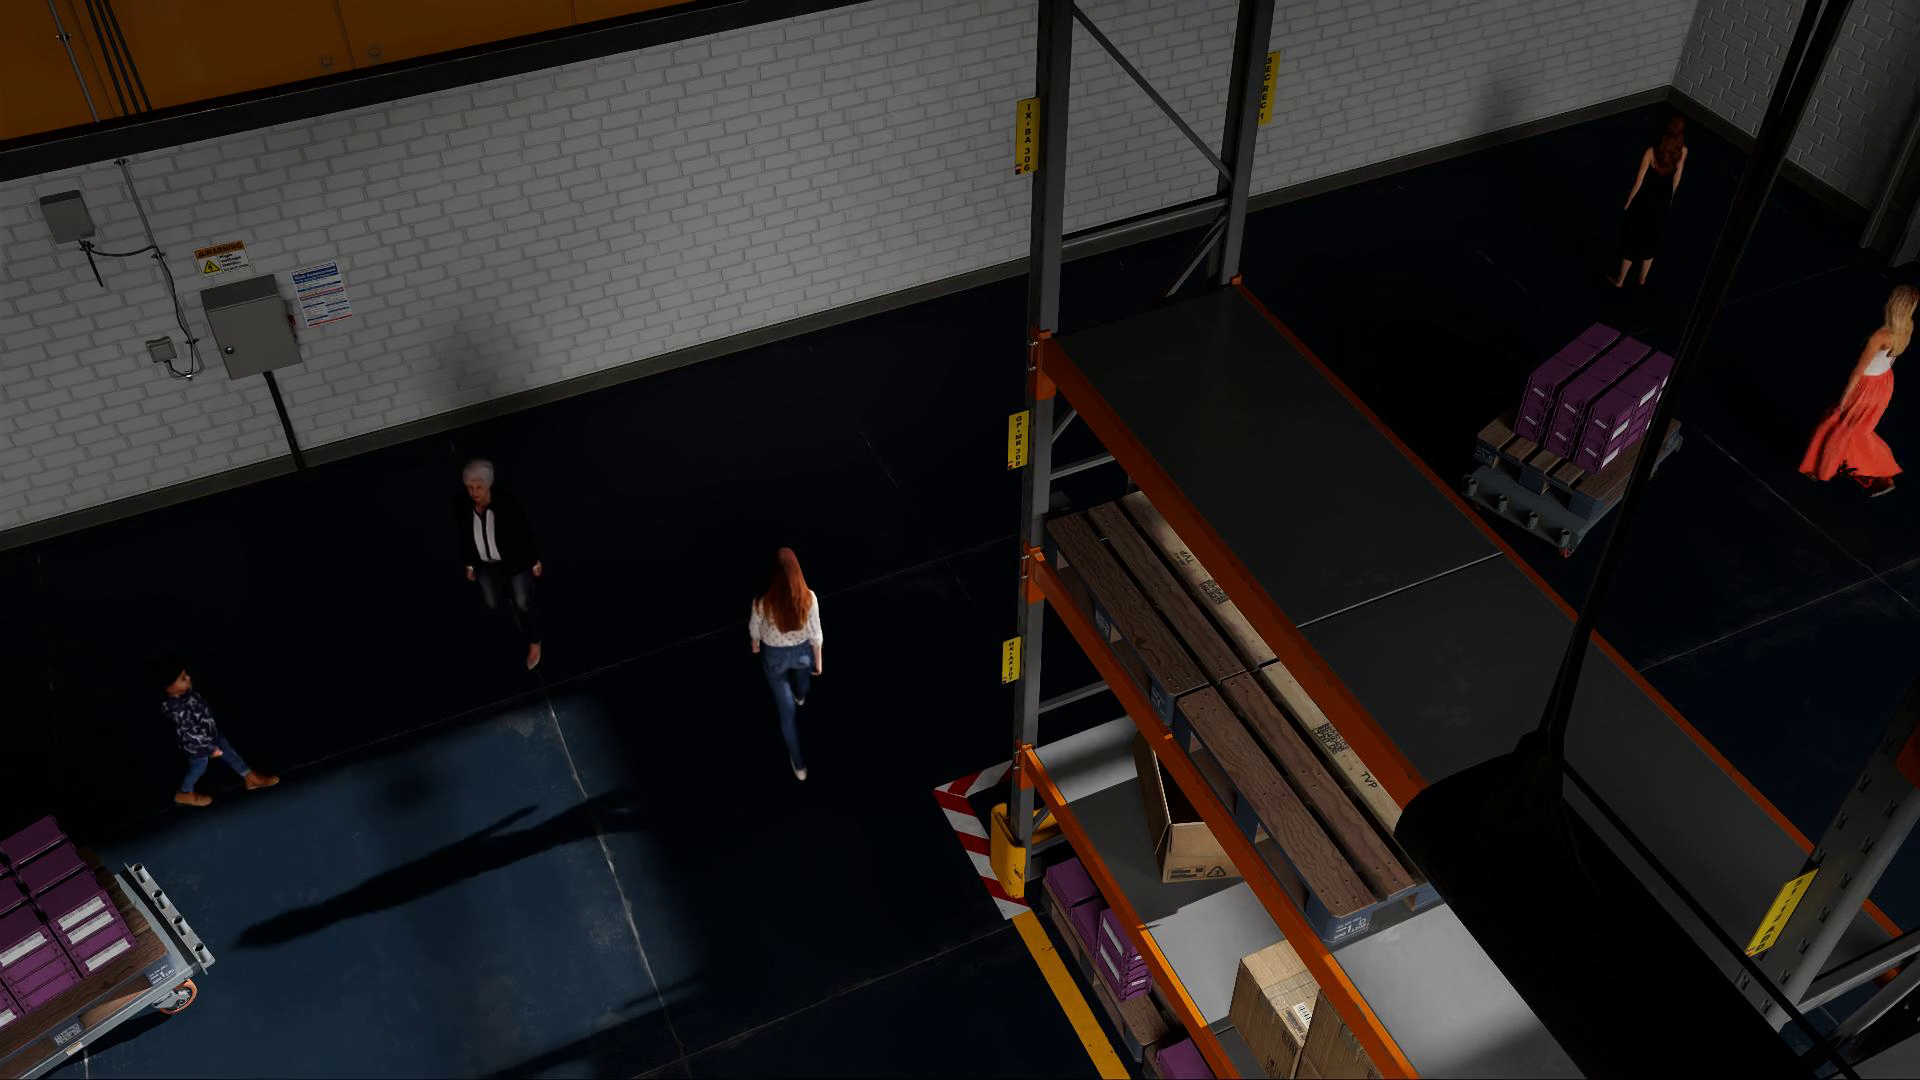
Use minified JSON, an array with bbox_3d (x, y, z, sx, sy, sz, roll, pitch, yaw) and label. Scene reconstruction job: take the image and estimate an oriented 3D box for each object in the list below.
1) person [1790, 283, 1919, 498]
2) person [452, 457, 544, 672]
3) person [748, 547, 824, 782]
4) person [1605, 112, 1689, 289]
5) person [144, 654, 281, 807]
[{"bbox_3d":[6.588,-1.011,11.972,0.689,1.784,1.012,-23,48,-22],"label":"person"},{"bbox_3d":[-2.924,0.060,10.898,0.966,1.772,0.958,6,44,7],"label":"person"},{"bbox_3d":[-1.040,0.781,10.161,0.775,1.687,1.163,-8,44,-8],"label":"person"},{"bbox_3d":[5.824,-2.860,14.028,0.643,1.625,0.649,-6,44,-6],"label":"person"},{"bbox_3d":[-4.667,1.185,10.071,0.718,1.227,0.839,-5,44,-5],"label":"person"}]
